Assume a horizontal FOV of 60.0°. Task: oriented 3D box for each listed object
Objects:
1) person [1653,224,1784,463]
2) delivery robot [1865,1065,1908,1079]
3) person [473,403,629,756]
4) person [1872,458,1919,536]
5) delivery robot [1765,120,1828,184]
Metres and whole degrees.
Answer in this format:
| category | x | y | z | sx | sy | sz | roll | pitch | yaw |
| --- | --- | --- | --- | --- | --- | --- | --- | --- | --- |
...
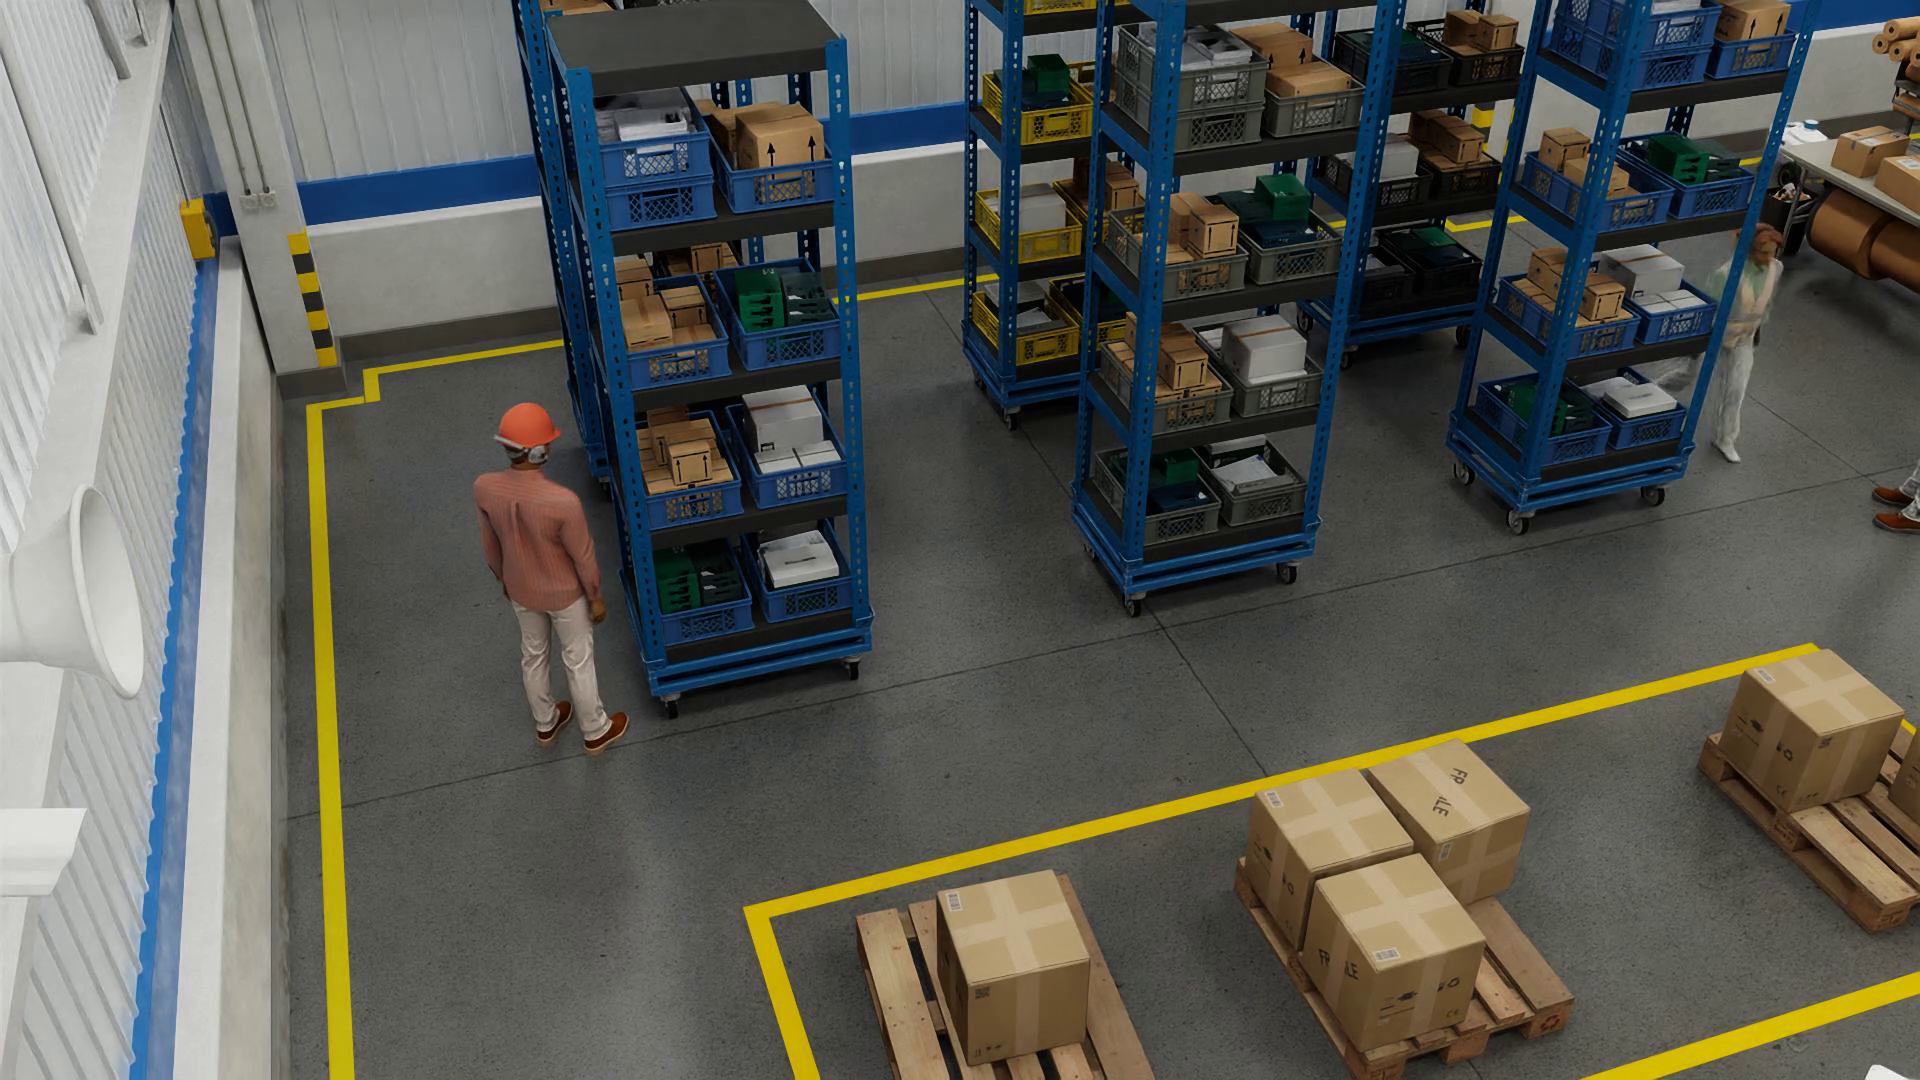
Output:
| category | x | y | z | sx | sy | sz | roll | pitch | yaw |
| --- | --- | --- | --- | --- | --- | --- | --- | --- | --- |
| person | 4.949 | -1.367 | 10.823 | 0.553 | 1.601 | 0.777 | -10 | 36 | -14 |
| delivery robot | 3.798 | 2.343 | 6.387 | 0.707 | 0.478 | 0.477 | 26 | 43 | 32 |
| person | -2.029 | 0.217 | 8.247 | 0.609 | 1.985 | 0.391 | 12 | 37 | 16 |
| person | 5.922 | -0.924 | 9.905 | 0.360 | 1.938 | 0.635 | 15 | 38 | 20 |
| delivery robot | 7.404 | -3.441 | 14.587 | 0.477 | 0.478 | 0.707 | -4 | 35 | -5 |
